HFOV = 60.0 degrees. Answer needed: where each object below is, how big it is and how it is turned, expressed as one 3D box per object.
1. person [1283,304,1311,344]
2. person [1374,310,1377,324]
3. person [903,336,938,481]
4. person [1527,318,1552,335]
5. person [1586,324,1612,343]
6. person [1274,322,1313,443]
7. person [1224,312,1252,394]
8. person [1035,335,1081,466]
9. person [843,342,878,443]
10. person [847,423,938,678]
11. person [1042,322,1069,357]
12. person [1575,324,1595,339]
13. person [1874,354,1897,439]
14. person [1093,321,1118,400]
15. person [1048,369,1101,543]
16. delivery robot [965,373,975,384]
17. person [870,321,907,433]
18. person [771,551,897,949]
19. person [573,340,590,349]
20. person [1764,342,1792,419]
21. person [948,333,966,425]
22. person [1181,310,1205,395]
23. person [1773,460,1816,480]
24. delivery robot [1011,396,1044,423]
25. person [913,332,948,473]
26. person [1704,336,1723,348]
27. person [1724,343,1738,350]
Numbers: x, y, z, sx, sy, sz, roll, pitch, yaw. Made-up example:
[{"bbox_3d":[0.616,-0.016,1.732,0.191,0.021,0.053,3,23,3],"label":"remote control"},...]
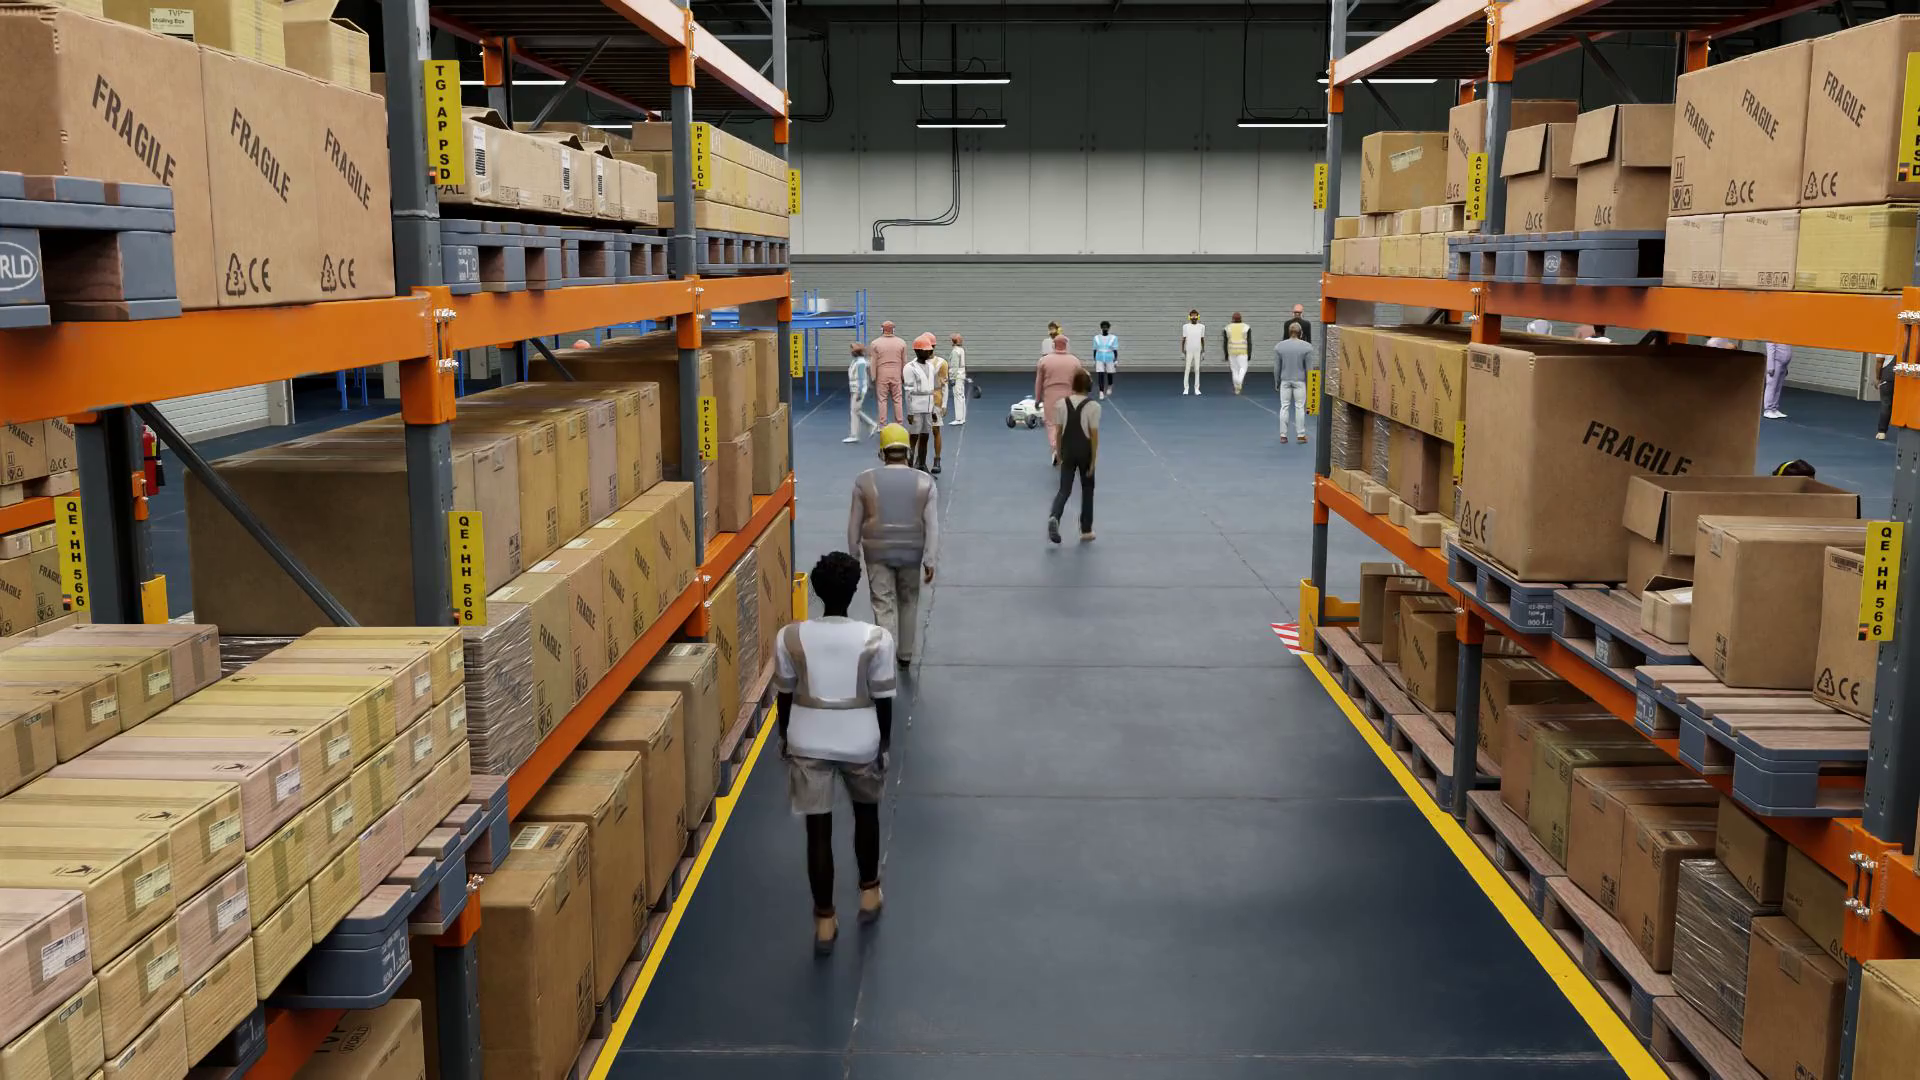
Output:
[{"bbox_3d":[7.553,-4.303,37.319,0.617,1.979,0.542,2,10,10],"label":"person"},{"bbox_3d":[8.729,-3.983,35.541,0.620,1.926,0.715,8,12,39],"label":"person"},{"bbox_3d":[-0.502,-1.729,22.010,0.360,1.939,0.543,8,12,39],"label":"person"},{"bbox_3d":[13.718,-4.587,39.457,0.591,1.828,0.404,1,10,7],"label":"person"},{"bbox_3d":[11.015,-2.856,28.814,0.391,1.920,0.587,-8,12,-38],"label":"person"},{"bbox_3d":[5.377,-2.539,26.867,0.628,1.936,0.375,4,10,22],"label":"person"},{"bbox_3d":[6.137,-4.139,36.833,0.632,1.815,0.583,3,10,20],"label":"person"},{"bbox_3d":[1.416,-2.026,24.018,0.651,1.874,0.933,-1,9,-3],"label":"person"},{"bbox_3d":[-1.619,-2.397,26.947,0.570,1.621,0.523,-3,10,-18],"label":"person"},{"bbox_3d":[-0.478,0.089,11.542,0.609,1.796,0.865,-2,10,-9],"label":"person"},{"bbox_3d":[1.700,-3.012,30.060,0.524,1.808,0.962,4,10,23],"label":"person"},{"bbox_3d":[14.712,-4.464,39.063,0.528,1.714,0.944,7,12,36],"label":"person"},{"bbox_3d":[15.434,-2.658,27.394,0.675,2.000,0.537,4,10,25],"label":"person"},{"bbox_3d":[3.087,-3.826,35.340,0.538,1.680,0.573,2,10,10],"label":"person"},{"bbox_3d":[1.182,-0.856,17.184,0.512,1.819,0.819,4,10,23],"label":"person"},{"bbox_3d":[0.083,-3.506,35.857,0.335,0.223,0.698,-5,11,-28],"label":"delivery robot"},{"bbox_3d":[-1.224,-2.784,28.423,0.645,1.907,0.400,-2,10,-13],"label":"person"},{"bbox_3d":[-0.539,0.875,7.216,0.546,1.671,0.687,0,9,0],"label":"person"},{"bbox_3d":[-4.699,-1.536,20.854,0.553,1.935,0.365,-1,10,-5],"label":"person"},{"bbox_3d":[15.334,-3.234,31.141,0.638,1.902,0.407,-8,12,-40],"label":"person"},{"bbox_3d":[-0.052,-2.877,29.780,0.311,1.638,0.523,2,10,13],"label":"person"},{"bbox_3d":[5.138,-4.132,36.609,0.531,1.870,0.316,0,9,-1],"label":"person"},{"bbox_3d":[4.363,0.505,8.826,0.515,1.874,0.328,1,10,4],"label":"person"},{"bbox_3d":[1.212,-2.314,29.493,0.477,0.478,0.707,6,11,32],"label":"delivery robot"},{"bbox_3d":[-0.436,-1.904,23.053,0.545,1.939,0.373,3,10,19],"label":"person"},{"bbox_3d":[13.608,-3.040,29.978,0.828,1.903,0.591,8,13,41],"label":"person"},{"bbox_3d":[12.109,-2.295,26.308,0.507,1.632,0.268,-6,11,-33],"label":"person"}]
